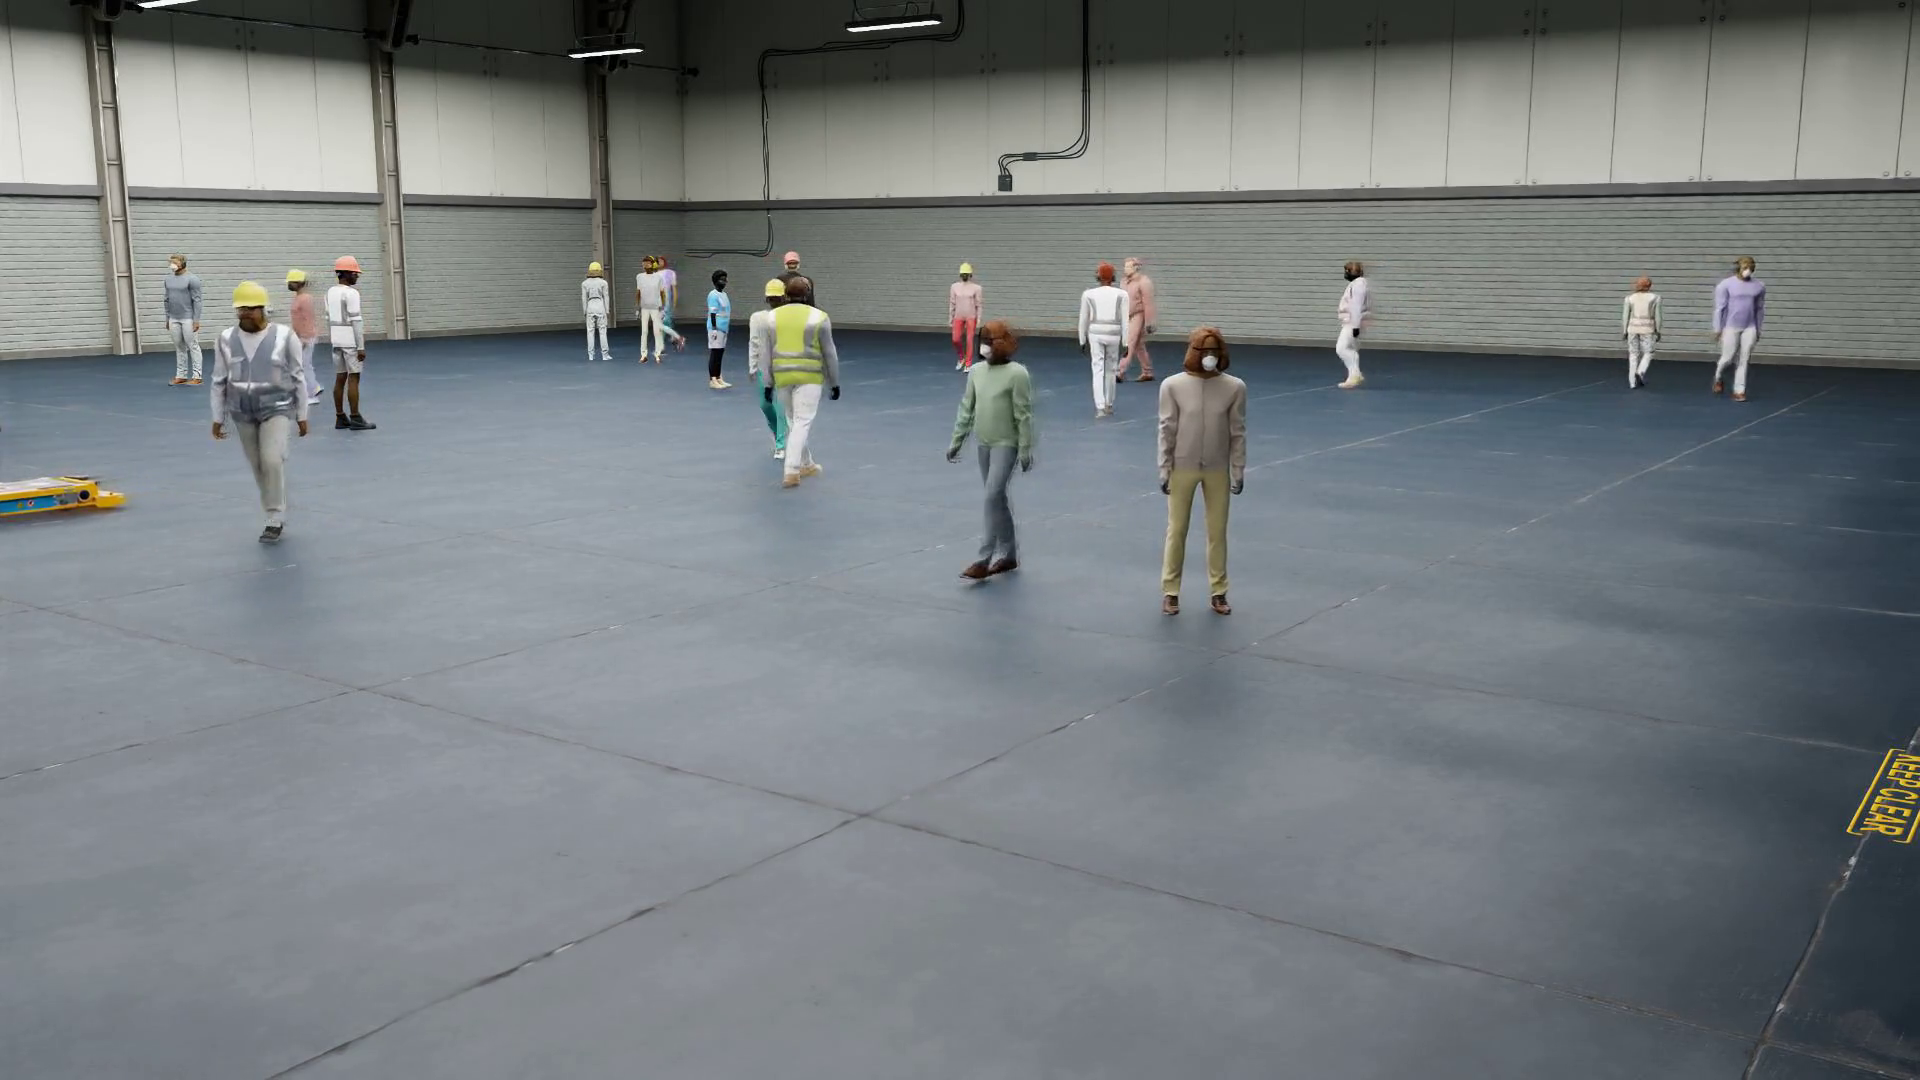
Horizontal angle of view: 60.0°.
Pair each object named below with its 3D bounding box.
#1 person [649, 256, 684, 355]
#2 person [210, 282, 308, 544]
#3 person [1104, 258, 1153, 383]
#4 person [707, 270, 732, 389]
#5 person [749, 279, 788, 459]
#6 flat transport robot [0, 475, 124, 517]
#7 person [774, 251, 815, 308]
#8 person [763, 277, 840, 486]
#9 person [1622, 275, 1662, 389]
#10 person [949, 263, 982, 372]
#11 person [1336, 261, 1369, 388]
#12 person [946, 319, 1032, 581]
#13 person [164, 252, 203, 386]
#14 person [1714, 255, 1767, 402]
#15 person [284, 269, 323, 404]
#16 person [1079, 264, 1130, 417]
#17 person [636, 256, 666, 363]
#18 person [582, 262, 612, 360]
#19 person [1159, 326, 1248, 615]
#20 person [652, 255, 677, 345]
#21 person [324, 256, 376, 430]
[{"bbox_3d":[-5.519,-4.355,30.931,0.591,1.841,0.574,-5,11,-27],"label":"person"},{"bbox_3d":[-4.889,-0.871,11.515,0.612,1.802,0.747,0,10,-1],"label":"person"},{"bbox_3d":[2.538,-3.265,24.798,0.980,1.854,0.653,-5,11,-26],"label":"person"},{"bbox_3d":[-3.447,-3.008,23.789,0.321,1.699,0.537,2,10,11],"label":"person"},{"bbox_3d":[-1.786,-1.692,16.307,0.522,1.742,0.774,1,10,7],"label":"person"},{"bbox_3d":[-7.247,-0.307,12.666,0.652,0.197,1.431,7,12,36],"label":"flat transport robot"},{"bbox_3d":[-2.405,-3.199,24.137,0.643,1.966,0.694,-2,10,-13],"label":"person"},{"bbox_3d":[-1.387,-1.378,14.449,0.646,1.792,0.963,4,11,21],"label":"person"},{"bbox_3d":[9.703,-2.956,23.705,0.533,1.622,0.406,8,13,37],"label":"person"},{"bbox_3d":[0.085,-3.574,26.783,0.544,1.754,0.364,2,10,11],"label":"person"},{"bbox_3d":[5.602,-3.072,23.797,0.458,1.823,0.649,2,10,10],"label":"person"},{"bbox_3d":[0.135,-0.547,10.275,0.698,1.611,0.511,-9,13,-40],"label":"person"},{"bbox_3d":[-11.337,-3.212,24.267,0.630,1.940,0.372,3,11,18],"label":"person"},{"bbox_3d":[10.291,-2.800,22.003,0.644,1.924,0.663,0,10,3],"label":"person"},{"bbox_3d":[-8.475,-2.603,21.390,0.359,1.755,0.525,-8,13,-37],"label":"person"},{"bbox_3d":[1.737,-2.407,20.063,0.598,1.832,0.980,1,10,5],"label":"person"},{"bbox_3d":[-5.379,-4.000,28.894,0.521,1.865,0.328,0,10,-1],"label":"person"},{"bbox_3d":[-6.481,-4.075,29.670,0.483,1.737,0.311,1,10,4],"label":"person"},{"bbox_3d":[1.351,-0.379,9.295,0.499,1.626,0.305,-1,10,-3],"label":"person"},{"bbox_3d":[-6.091,-4.899,34.015,0.574,1.831,0.434,3,11,18],"label":"person"},{"bbox_3d":[-6.822,-2.193,18.572,0.548,1.934,0.375,7,12,35],"label":"person"}]
